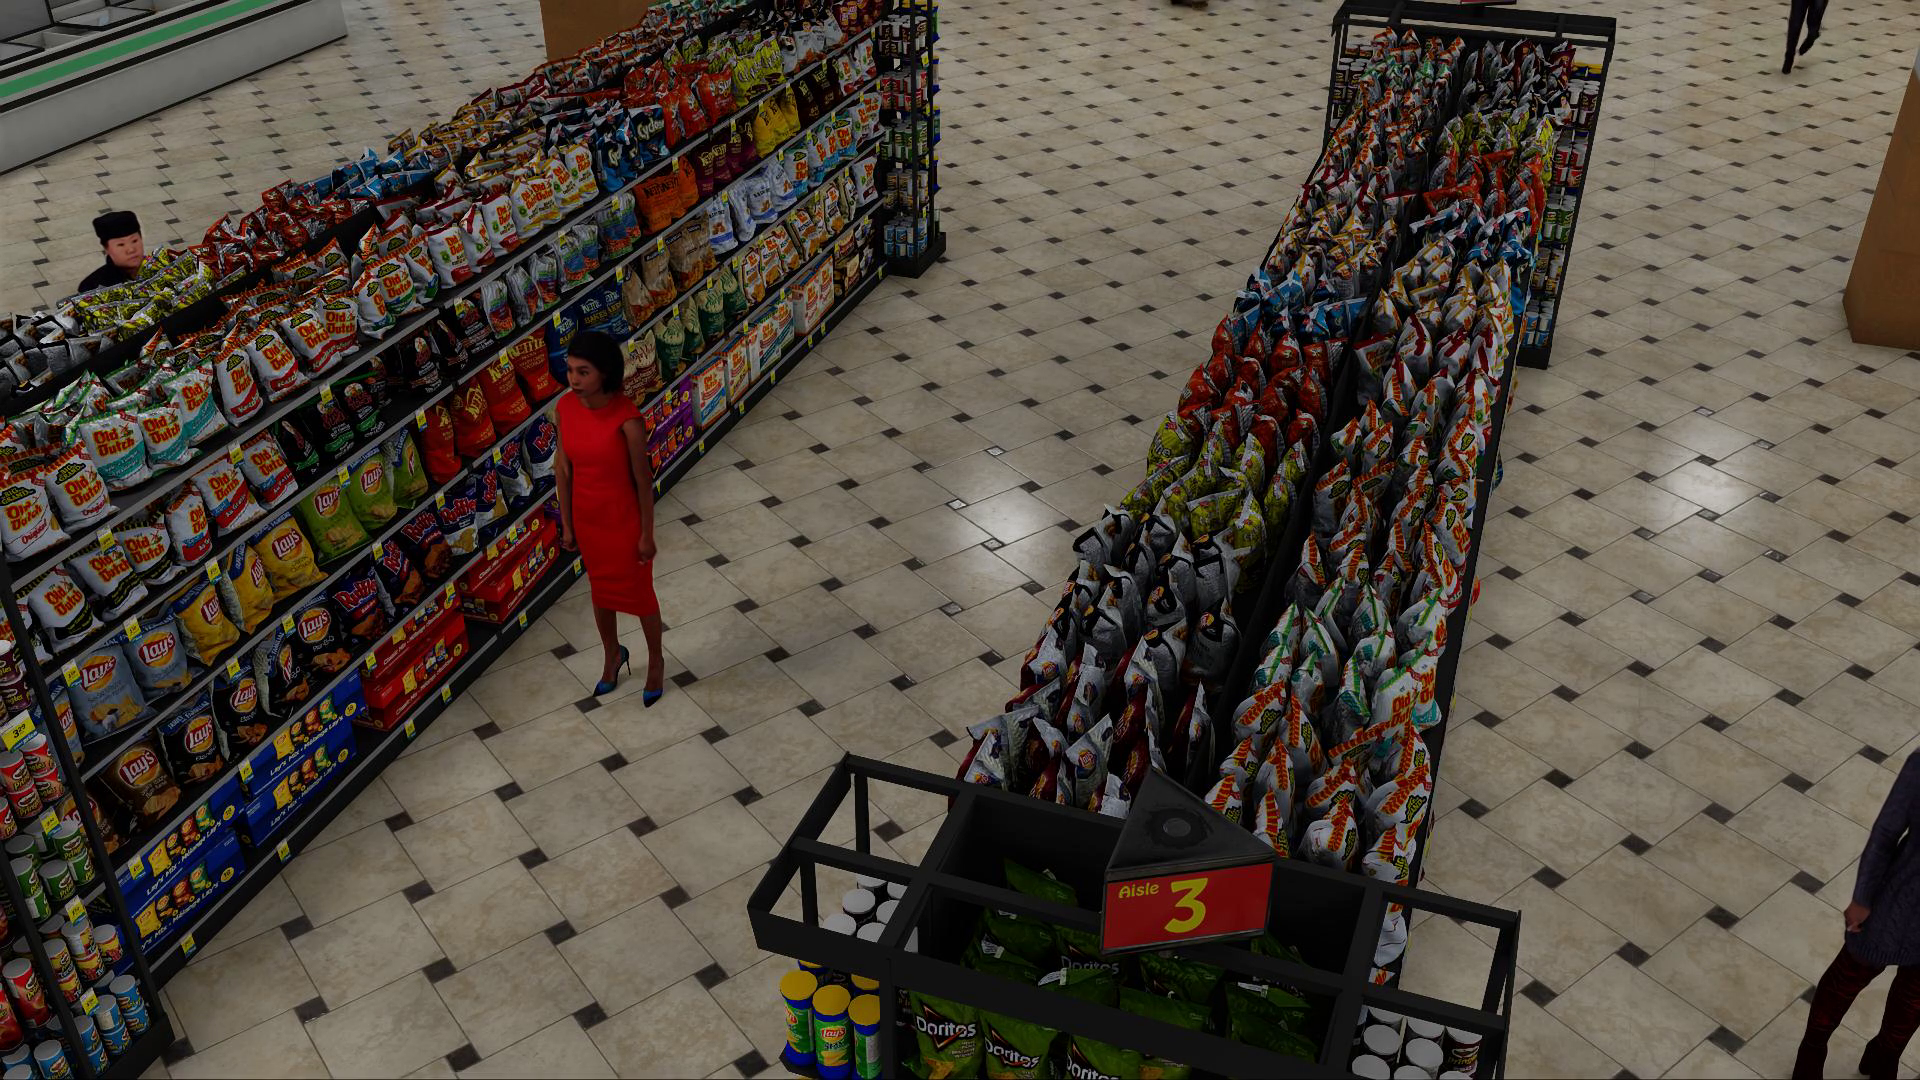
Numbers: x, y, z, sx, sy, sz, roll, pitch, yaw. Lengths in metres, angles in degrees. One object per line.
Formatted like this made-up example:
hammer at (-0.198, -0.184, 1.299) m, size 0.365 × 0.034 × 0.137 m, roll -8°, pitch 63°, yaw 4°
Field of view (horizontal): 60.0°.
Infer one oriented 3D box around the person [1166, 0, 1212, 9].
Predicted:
person at (2.424, -6.379, 17.219) m, size 1.024 × 1.650 × 1.015 m, roll 25°, pitch 39°, yaw 34°

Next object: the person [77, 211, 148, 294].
person at (-3.994, -0.834, 8.288) m, size 0.843 × 1.671 × 0.708 m, roll 26°, pitch 40°, yaw 35°

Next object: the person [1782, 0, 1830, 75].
person at (7.828, -5.088, 15.221) m, size 0.705 × 1.570 × 0.847 m, roll 22°, pitch 38°, yaw 31°

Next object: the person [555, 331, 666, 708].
person at (-1.457, -0.070, 6.991) m, size 0.570 × 1.744 × 0.479 m, roll 10°, pitch 33°, yaw 16°

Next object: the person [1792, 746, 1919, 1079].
person at (2.964, 1.110, 5.127) m, size 0.609 × 1.711 × 0.560 m, roll 6°, pitch 32°, yaw 9°
